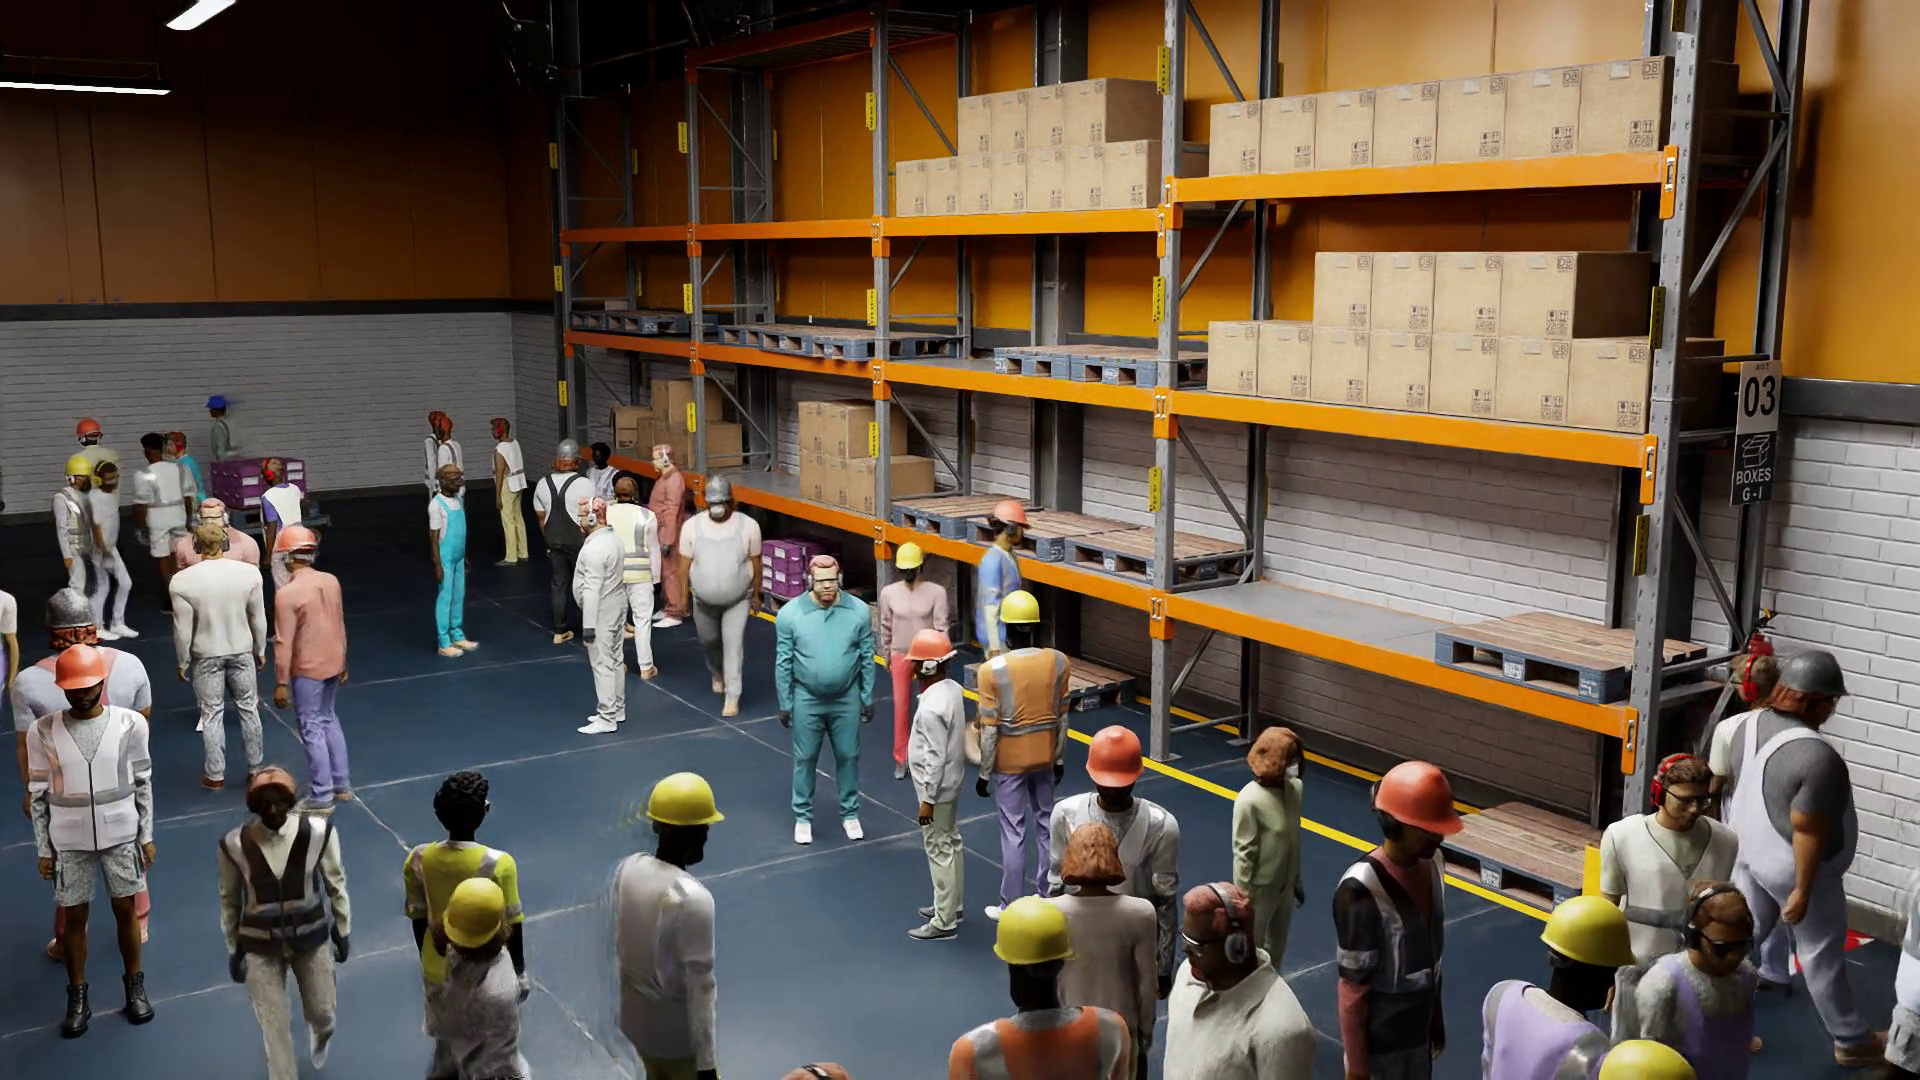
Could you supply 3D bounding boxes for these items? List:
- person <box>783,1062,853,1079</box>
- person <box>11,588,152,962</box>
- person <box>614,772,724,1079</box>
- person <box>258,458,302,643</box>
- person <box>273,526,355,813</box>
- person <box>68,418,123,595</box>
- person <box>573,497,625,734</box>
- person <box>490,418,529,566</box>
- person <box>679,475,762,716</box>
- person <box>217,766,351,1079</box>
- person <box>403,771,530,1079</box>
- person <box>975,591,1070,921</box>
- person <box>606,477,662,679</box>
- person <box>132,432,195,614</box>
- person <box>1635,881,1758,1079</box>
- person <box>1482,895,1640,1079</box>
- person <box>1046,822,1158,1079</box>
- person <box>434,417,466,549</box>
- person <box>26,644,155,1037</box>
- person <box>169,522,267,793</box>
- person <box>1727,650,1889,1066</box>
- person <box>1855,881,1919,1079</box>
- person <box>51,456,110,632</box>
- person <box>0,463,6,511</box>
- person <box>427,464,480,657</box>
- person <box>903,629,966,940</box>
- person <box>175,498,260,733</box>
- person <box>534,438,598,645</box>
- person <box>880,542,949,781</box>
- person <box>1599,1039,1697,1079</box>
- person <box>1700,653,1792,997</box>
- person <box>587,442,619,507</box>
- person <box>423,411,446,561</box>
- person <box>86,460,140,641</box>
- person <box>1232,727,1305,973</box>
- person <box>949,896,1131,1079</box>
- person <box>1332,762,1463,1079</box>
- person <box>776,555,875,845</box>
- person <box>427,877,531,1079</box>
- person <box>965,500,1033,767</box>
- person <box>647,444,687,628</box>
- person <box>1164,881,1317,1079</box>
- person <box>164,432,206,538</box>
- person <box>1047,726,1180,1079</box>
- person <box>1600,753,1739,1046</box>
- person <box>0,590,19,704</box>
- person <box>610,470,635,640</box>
[{"bbox_3d":[-0.362,2.216,4.623,0.315,1.631,0.514,-8,12,-39],"label":"person"},{"bbox_3d":[-4.777,1.257,9.038,0.538,2.000,0.684,9,13,41],"label":"person"},{"bbox_3d":[-1.103,1.807,6.207,0.532,1.906,0.615,-9,13,-41],"label":"person"},{"bbox_3d":[-6.683,0.100,16.426,0.390,1.838,0.563,1,10,7],"label":"person"},{"bbox_3d":[-4.461,0.888,11.396,0.417,1.980,0.685,2,10,14],"label":"person"},{"bbox_3d":[-9.739,-0.373,18.744,0.382,1.995,0.612,5,11,26],"label":"person"},{"bbox_3d":[-2.896,0.596,13.336,0.399,1.901,0.644,1,10,4],"label":"person"},{"bbox_3d":[-5.555,-0.590,20.506,0.390,1.836,0.561,2,10,10],"label":"person"},{"bbox_3d":[-2.018,0.398,14.083,0.687,2.000,0.924,0,10,0],"label":"person"},{"bbox_3d":[-2.968,1.754,7.349,0.533,1.619,0.593,-3,10,-19],"label":"person"},{"bbox_3d":[-2.032,1.790,6.917,0.530,1.697,0.321,3,10,15],"label":"person"},{"bbox_3d":[0.348,1.241,9.466,0.588,1.928,0.384,-5,11,-28],"label":"person"},{"bbox_3d":[-2.984,0.346,15.011,0.624,1.837,0.429,2,10,10],"label":"person"},{"bbox_3d":[-8.492,-0.170,17.720,0.513,1.941,0.612,5,11,29],"label":"person"},{"bbox_3d":[2.401,1.964,5.601,0.504,1.806,0.877,-3,10,-19],"label":"person"},{"bbox_3d":[1.819,1.999,5.070,0.394,1.913,0.591,-4,10,-21],"label":"person"},{"bbox_3d":[0.520,1.894,6.490,0.497,1.631,0.289,0,10,-1],"label":"person"},{"bbox_3d":[-6.183,-0.554,20.164,0.351,1.876,0.585,0,10,0],"label":"person"},{"bbox_3d":[-4.247,1.456,8.175,0.543,1.938,0.357,-5,11,-28],"label":"person"},{"bbox_3d":[-5.261,0.833,11.849,0.627,1.934,0.370,-7,12,-34],"label":"person"},{"bbox_3d":[3.967,1.469,7.798,0.906,2.000,0.690,-2,10,-9],"label":"person"},{"bbox_3d":[3.972,1.841,6.749,0.891,1.650,0.530,9,13,42],"label":"person"},{"bbox_3d":[-8.716,0.077,16.577,0.404,1.830,0.601,2,10,12],"label":"person"},{"bbox_3d":[-11.812,-0.516,19.959,0.706,1.888,0.554,5,11,29],"label":"person"},{"bbox_3d":[-4.869,0.193,15.873,0.348,1.841,0.546,2,10,11],"label":"person"},{"bbox_3d":[-0.150,1.356,9.301,0.342,1.749,0.573,2,10,11],"label":"person"},{"bbox_3d":[-5.924,0.604,13.312,0.639,1.899,0.397,-2,10,-10],"label":"person"},{"bbox_3d":[-3.785,0.013,16.344,0.684,2.000,0.538,3,10,19],"label":"person"},{"bbox_3d":[-0.333,0.842,12.428,0.522,1.725,0.907,0,10,2],"label":"person"},{"bbox_3d":[1.827,2.182,4.170,0.854,1.869,0.599,2,10,12],"label":"person"},{"bbox_3d":[4.021,1.474,8.404,0.588,1.828,0.435,-3,10,-18],"label":"person"},{"bbox_3d":[-4.093,-0.296,19.189,0.536,1.691,0.319,6,11,32],"label":"person"},{"bbox_3d":[-6.518,-0.679,20.869,0.356,1.883,0.572,0,10,-3],"label":"person"},{"bbox_3d":[-8.427,0.115,16.375,0.543,1.820,0.554,0,10,-2],"label":"person"},{"bbox_3d":[1.456,1.667,7.831,0.268,1.630,0.507,9,13,44],"label":"person"},{"bbox_3d":[0.259,2.015,5.029,0.593,1.894,0.853,-4,10,-20],"label":"person"},{"bbox_3d":[1.591,1.778,6.035,0.410,2.030,0.612,9,13,44],"label":"person"},{"bbox_3d":[-0.863,1.030,10.799,0.650,1.899,0.399,-2,10,-12],"label":"person"},{"bbox_3d":[-1.594,1.963,5.878,0.637,1.715,0.631,-4,11,-24],"label":"person"},{"bbox_3d":[0.284,0.724,12.283,0.553,2.011,0.690,3,10,15],"label":"person"},{"bbox_3d":[-3.025,-0.044,17.121,0.416,1.897,0.650,-3,10,-17],"label":"person"},{"bbox_3d":[0.818,1.983,5.217,0.400,1.894,0.658,-4,11,-23],"label":"person"},{"bbox_3d":[-8.781,-0.325,18.941,0.394,1.835,0.562,-6,11,-32],"label":"person"},{"bbox_3d":[0.622,1.689,6.859,0.550,1.925,0.388,3,10,15],"label":"person"},{"bbox_3d":[2.846,1.746,6.753,0.563,1.842,0.390,-1,10,-7],"label":"person"},{"bbox_3d":[-6.794,0.964,11.444,0.602,1.805,0.479,-4,11,-24],"label":"person"},{"bbox_3d":[-3.362,0.136,16.620,0.317,1.697,0.540,0,10,0],"label":"person"}]
